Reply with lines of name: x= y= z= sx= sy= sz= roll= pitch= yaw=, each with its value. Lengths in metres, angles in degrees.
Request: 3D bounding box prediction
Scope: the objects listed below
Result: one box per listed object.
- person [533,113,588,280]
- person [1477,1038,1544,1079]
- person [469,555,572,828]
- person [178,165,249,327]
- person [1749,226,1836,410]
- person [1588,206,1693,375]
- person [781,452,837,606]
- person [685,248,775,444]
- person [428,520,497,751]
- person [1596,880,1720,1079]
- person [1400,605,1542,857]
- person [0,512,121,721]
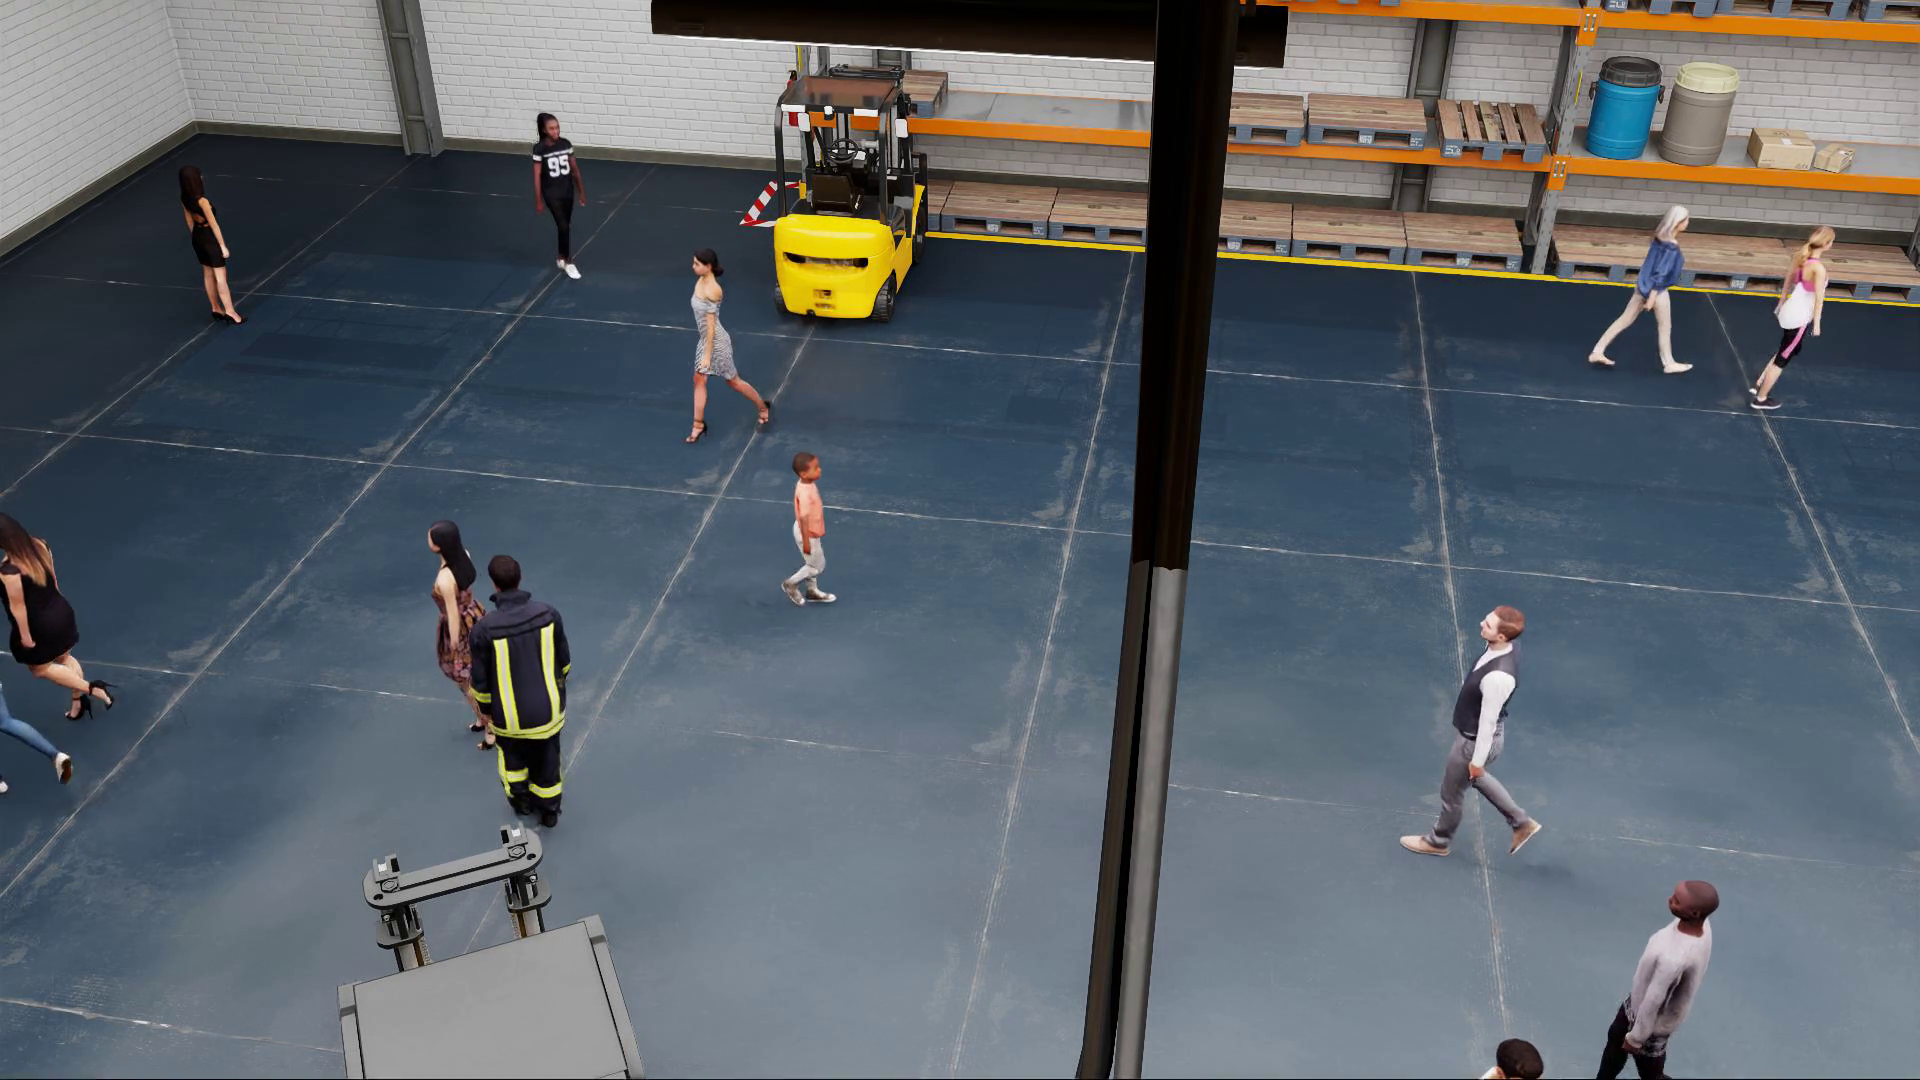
person: x=-4.245 y=-3.622 z=17.392 sx=0.886 sy=1.717 sz=0.823 roll=29 pitch=43 yaw=36
person: x=2.328 y=2.867 z=7.572 sx=0.733 sy=1.779 sz=0.790 roll=-22 pitch=39 yaw=-29
person: x=-2.648 y=1.008 z=10.259 sx=0.880 sy=1.900 sz=0.976 roll=-16 pitch=37 yaw=-23
person: x=-7.396 y=-2.889 z=16.348 sx=0.515 sy=1.650 sz=0.668 roll=17 pitch=37 yaw=24
person: x=7.347 y=-1.948 z=14.821 sx=0.671 sy=1.773 sz=0.678 roll=-2 pitch=34 yaw=-3
person: x=6.332 y=-2.286 z=15.446 sx=1.173 sy=1.646 sz=0.704 roll=2 pitch=34 yaw=3
person: x=-1.189 y=-0.072 z=12.422 sx=0.637 sy=1.305 sz=0.521 roll=3 pitch=34 yaw=5
person: x=-2.016 y=-1.663 z=14.383 sx=1.138 sy=1.783 sz=1.018 roll=-17 pitch=37 yaw=-24
person: x=-3.246 y=0.623 z=10.953 sx=0.688 sy=1.774 sz=0.688 roll=2 pitch=34 yaw=3
person: x=3.581 y=2.401 z=8.305 sx=1.205 sy=1.744 sz=0.916 roll=20 pitch=38 yaw=27
person: x=3.195 y=1.189 z=9.970 sx=1.090 sy=1.919 sz=0.794 roll=12 pitch=35 yaw=17
person: x=-6.046 y=0.553 z=11.126 sx=0.843 sy=1.699 sz=0.745 roll=0 pitch=34 yaw=1
